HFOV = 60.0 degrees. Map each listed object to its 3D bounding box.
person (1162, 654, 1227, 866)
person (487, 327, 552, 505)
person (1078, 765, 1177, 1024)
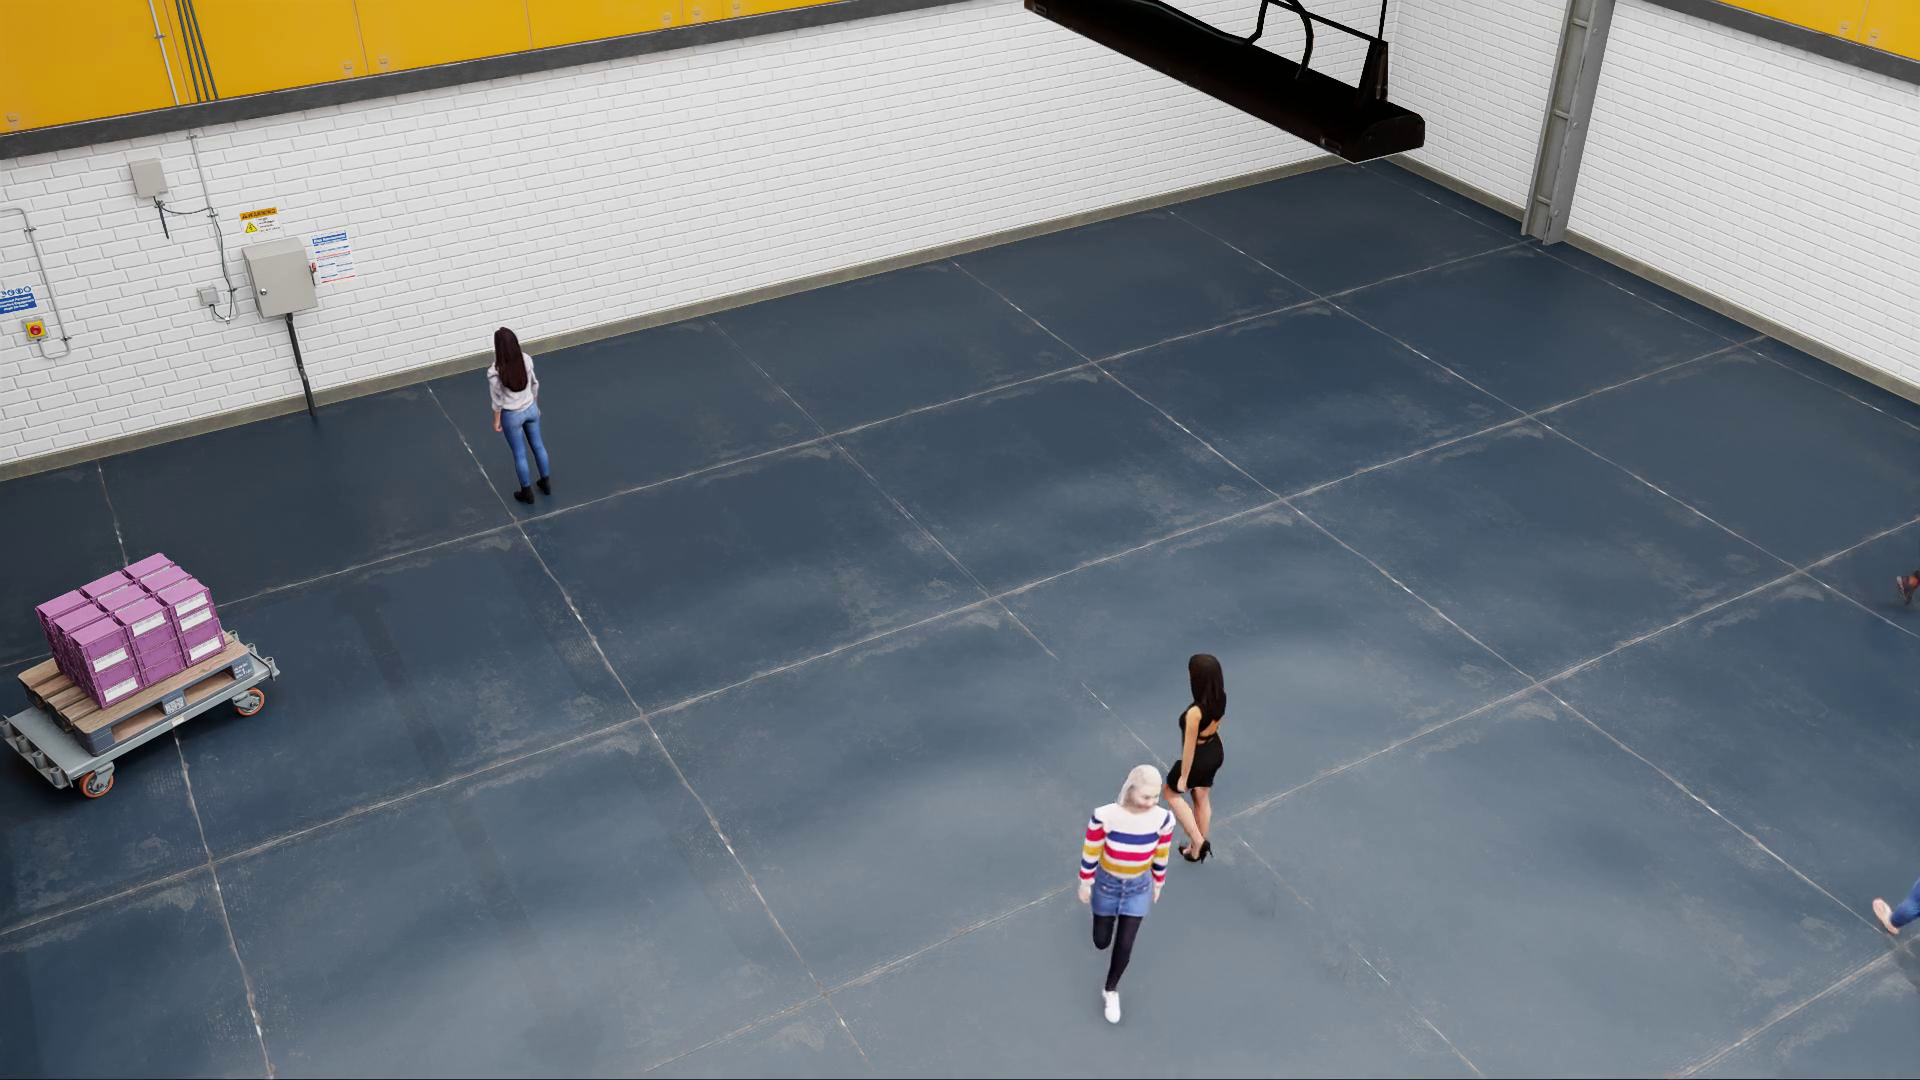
[{"bbox_3d":[1.569,1.447,10.443,0.698,1.635,0.680,25,41,32],"label":"person"},{"bbox_3d":[-3.765,-1.075,14.239,0.613,1.633,0.659,27,42,34],"label":"person"},{"bbox_3d":[0.920,1.936,9.571,0.936,1.786,1.059,0,34,0],"label":"person"}]
